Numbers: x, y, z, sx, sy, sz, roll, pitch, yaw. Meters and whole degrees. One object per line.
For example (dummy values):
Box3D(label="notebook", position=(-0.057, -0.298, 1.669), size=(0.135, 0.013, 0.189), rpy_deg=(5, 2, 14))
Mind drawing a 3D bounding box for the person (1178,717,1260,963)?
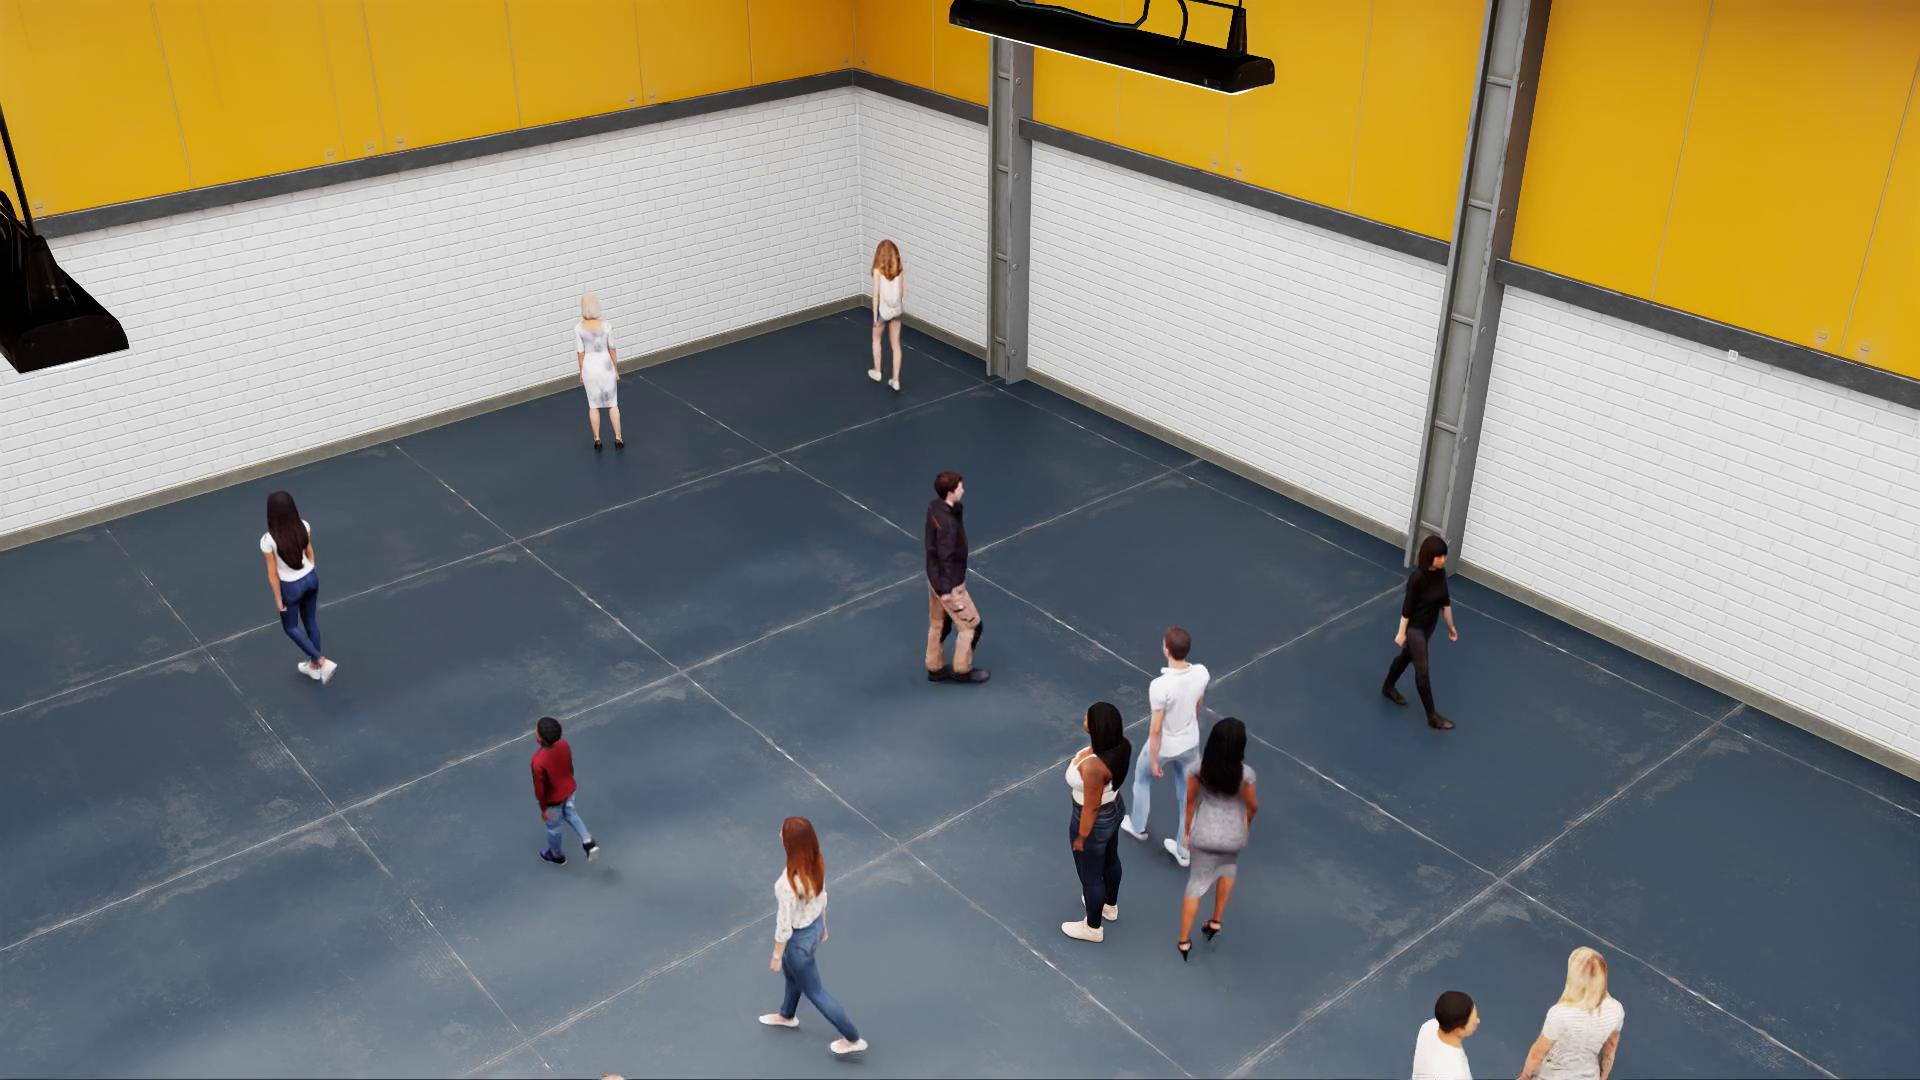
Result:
Box3D(label="person", position=(1.674, 1.966, 10.635), size=(0.812, 1.747, 0.866), rpy_deg=(2, 29, 3))

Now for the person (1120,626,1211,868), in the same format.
Box3D(label="person", position=(1.529, 1.471, 11.460), size=(0.785, 1.827, 0.950), rpy_deg=(-12, 31, -21))

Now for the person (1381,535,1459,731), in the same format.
Box3D(label="person", position=(3.575, 0.656, 13.179), size=(0.572, 1.610, 0.997), rpy_deg=(-23, 36, -35))

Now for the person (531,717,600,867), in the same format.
Box3D(label="person", position=(-2.749, 1.762, 11.530), size=(0.764, 1.247, 0.627), rpy_deg=(16, 32, 27))

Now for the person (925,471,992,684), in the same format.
Box3D(label="person", position=(-0.182, 0.322, 13.476), size=(0.915, 1.912, 0.838), rpy_deg=(-8, 30, -14))

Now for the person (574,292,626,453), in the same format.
Box3D(label="person", position=(-3.792, -1.763, 17.468), size=(0.645, 1.749, 0.664), rpy_deg=(-4, 29, -7))

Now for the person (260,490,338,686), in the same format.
Box3D(label="person", position=(-5.308, 0.418, 13.455), size=(0.911, 1.763, 0.706), rpy_deg=(20, 34, 32))

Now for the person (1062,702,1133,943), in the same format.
Box3D(label="person", position=(0.915, 1.821, 10.835), size=(0.714, 1.809, 0.717), rpy_deg=(16, 32, 26))

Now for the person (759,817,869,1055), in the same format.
Box3D(label="person", position=(-0.857, 2.389, 9.893), size=(1.087, 1.715, 0.909), rpy_deg=(10, 30, 17))

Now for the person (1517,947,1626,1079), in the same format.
Box3D(label="person", position=(3.243, 2.951, 8.763), size=(0.744, 1.810, 0.802), rpy_deg=(-7, 29, -12))

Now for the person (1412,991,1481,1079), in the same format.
Box3D(label="person", position=(2.382, 3.051, 8.603), size=(1.050, 1.788, 1.011), rpy_deg=(-1, 29, -2))

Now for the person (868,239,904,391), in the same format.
Box3D(label="person", position=(-0.761, -2.528, 18.875), size=(0.695, 1.745, 0.839), rpy_deg=(-13, 31, -23))
